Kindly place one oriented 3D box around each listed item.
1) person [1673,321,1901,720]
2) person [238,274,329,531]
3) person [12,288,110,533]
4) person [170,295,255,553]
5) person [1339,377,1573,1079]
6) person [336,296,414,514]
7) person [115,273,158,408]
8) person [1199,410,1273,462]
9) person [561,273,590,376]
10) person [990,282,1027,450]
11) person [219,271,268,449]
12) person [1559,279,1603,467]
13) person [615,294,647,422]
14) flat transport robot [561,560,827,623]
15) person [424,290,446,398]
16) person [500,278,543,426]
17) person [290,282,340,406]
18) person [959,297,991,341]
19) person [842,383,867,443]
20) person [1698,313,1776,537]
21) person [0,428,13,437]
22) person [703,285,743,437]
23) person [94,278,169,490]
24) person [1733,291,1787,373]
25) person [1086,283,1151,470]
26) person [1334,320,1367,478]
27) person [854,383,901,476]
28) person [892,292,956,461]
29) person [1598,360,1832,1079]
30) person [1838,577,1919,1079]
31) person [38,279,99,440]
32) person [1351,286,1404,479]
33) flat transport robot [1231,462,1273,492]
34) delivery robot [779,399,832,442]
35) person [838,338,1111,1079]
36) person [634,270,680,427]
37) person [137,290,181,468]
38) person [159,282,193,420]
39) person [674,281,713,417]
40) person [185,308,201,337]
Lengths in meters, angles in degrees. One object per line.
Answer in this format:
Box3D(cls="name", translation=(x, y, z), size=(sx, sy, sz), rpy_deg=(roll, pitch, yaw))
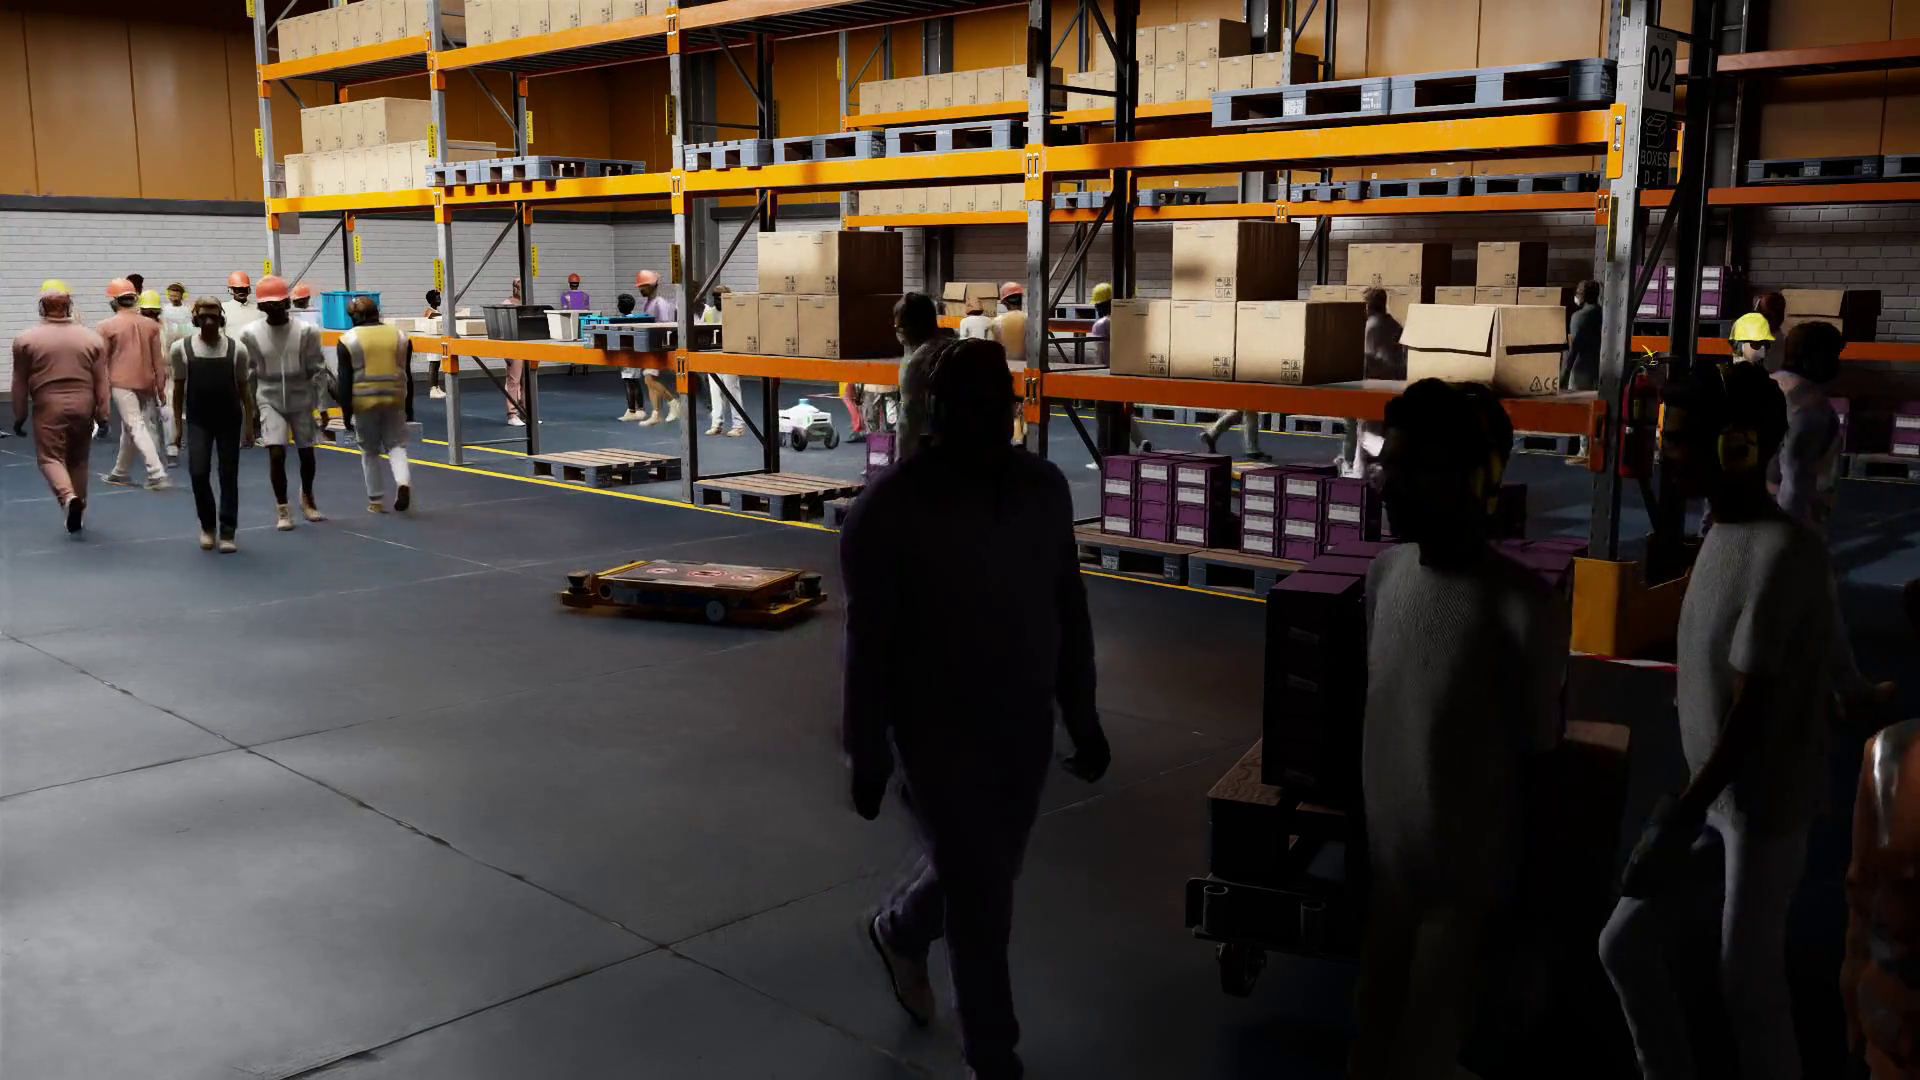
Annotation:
Box3D(cls="person", translation=(3.735, -0.080, 7.483), size=(0.953, 1.791, 0.630), rpy_deg=(0, 9, -3))
Box3D(cls="person", translation=(-5.256, -1.071, 12.971), size=(0.632, 1.998, 0.767), rpy_deg=(-3, 10, -19))
Box3D(cls="person", translation=(-6.815, -0.973, 12.672), size=(0.659, 1.881, 0.783), rpy_deg=(-8, 12, -41))
Box3D(cls="person", translation=(-5.289, -0.810, 11.800), size=(0.537, 1.835, 0.401), rpy_deg=(-5, 10, -26))
Box3D(cls="person", translation=(0.924, 0.623, 3.018), size=(0.663, 1.850, 0.520), rpy_deg=(-4, 10, -21))
Box3D(cls="person", translation=(-4.746, -1.086, 13.597), size=(0.632, 1.807, 0.624), rpy_deg=(-6, 11, -33))
Box3D(cls="person", translation=(-11.874, -2.865, 24.049), size=(0.607, 1.958, 0.378), rpy_deg=(-1, 9, -7))
Box3D(cls="person", translation=(2.933, -1.743, 17.611), size=(0.795, 1.809, 0.588), rpy_deg=(5, 10, 26))
Box3D(cls="person", translation=(-7.286, -4.073, 31.502), size=(0.551, 1.935, 0.371), rpy_deg=(-5, 11, -29))
Box3D(cls="person", translation=(0.593, -1.664, 16.886), size=(0.623, 1.889, 0.539), rpy_deg=(3, 10, 16))
Box3D(cls="person", translation=(-8.095, -2.031, 18.805), size=(0.612, 1.995, 0.382), rpy_deg=(-8, 12, -41))
Box3D(cls="person", translation=(6.369, -1.700, 17.016), size=(0.449, 1.922, 0.635), rpy_deg=(8, 12, 41))
Box3D(cls="person", translation=(-4.395, -2.411, 22.064), size=(0.317, 1.701, 0.558), rpy_deg=(2, 9, 11))
Box3D(cls="flat transport robot", translation=(-1.573, 0.289, 9.850), size=(1.431, 0.197, 0.652), rpy_deg=(4, 10, 21))
Box3D(cls="person", translation=(-8.254, -3.084, 26.177), size=(0.318, 1.697, 0.535), rpy_deg=(-1, 9, -5))
Box3D(cls="person", translation=(-5.666, -2.424, 21.509), size=(0.405, 1.902, 0.636), rpy_deg=(4, 10, 22))
Box3D(cls="person", translation=(-8.076, -2.292, 20.812), size=(1.026, 1.874, 0.557), rpy_deg=(-4, 10, -22))
Box3D(cls="person", translation=(0.212, -2.560, 23.179), size=(0.500, 1.628, 0.277), rpy_deg=(-5, 10, -26))
Box3D(cls="person", translation=(-1.203, -1.976, 19.216), size=(0.529, 1.747, 0.543), rpy_deg=(-1, 9, -4))
Box3D(cls="person", translation=(4.573, -0.441, 9.757), size=(0.523, 1.769, 0.316), rpy_deg=(-5, 10, -27))
Box3D(cls="person", translation=(-11.613, -2.080, 19.842), size=(0.680, 1.740, 0.554), rpy_deg=(-2, 10, -14))
Box3D(cls="person", translation=(-2.862, -2.158, 20.099), size=(0.621, 1.833, 0.430), rpy_deg=(6, 11, 34))
Box3D(cls="person", translation=(-7.635, -1.427, 15.276), size=(1.010, 1.945, 0.631), rpy_deg=(5, 10, 26))
Box3D(cls="person", translation=(5.504, -0.756, 11.378), size=(0.592, 1.866, 0.492), rpy_deg=(-1, 9, -3))
Box3D(cls="person", translation=(1.557, -1.598, 16.481), size=(0.592, 1.883, 0.740), rpy_deg=(-8, 12, -39))
Box3D(cls="person", translation=(3.683, -1.344, 15.457), size=(0.484, 1.718, 0.409), rpy_deg=(-7, 11, -36))
Box3D(cls="person", translation=(-0.792, -1.430, 16.220), size=(0.515, 1.636, 0.315), rpy_deg=(-5, 11, -28))
Box3D(cls="person", translation=(-0.153, -0.383, 8.996), size=(0.669, 1.896, 0.699), rpy_deg=(4, 10, 26))
Box3D(cls="person", translation=(1.534, 0.559, 3.420), size=(0.583, 1.837, 0.495), rpy_deg=(1, 9, 5))
Box3D(cls="person", translation=(1.573, 0.820, 2.461), size=(0.653, 1.616, 0.529), rpy_deg=(-4, 10, -23))
Box3D(cls="person", translation=(-10.218, -2.025, 19.030), size=(0.523, 1.910, 0.614), rpy_deg=(-9, 13, -43))
Box3D(cls="person", translation=(3.665, -1.268, 14.496), size=(0.831, 1.880, 0.655), rpy_deg=(8, 12, 40))
Box3D(cls="flat transport robot", translation=(2.686, -0.535, 14.903), size=(0.652, 0.197, 1.431), rpy_deg=(-4, 10, -22))
Box3D(cls="delivery robot", translation=(-1.752, -1.344, 18.710), size=(0.477, 0.478, 0.707), rpy_deg=(-7, 12, -36))
Box3D(cls="person", translation=(-0.015, 0.434, 4.074), size=(0.672, 1.868, 0.909), rpy_deg=(-7, 12, -38))
Box3D(cls="person", translation=(-3.902, -2.439, 21.272), size=(0.497, 2.013, 0.609), rpy_deg=(-5, 11, -30))
Box3D(cls="person", translation=(-8.193, -1.621, 16.876), size=(0.585, 1.799, 0.712), rpy_deg=(-4, 10, -24))
Box3D(cls="person", translation=(-10.505, -2.529, 22.330), size=(0.556, 1.839, 0.611), rpy_deg=(1, 9, 5))
Box3D(cls="person", translation=(-3.500, -2.540, 22.351), size=(1.007, 1.848, 0.723), rpy_deg=(7, 12, 38))
Box3D(cls="person", translation=(-9.851, -2.302, 21.632), size=(0.429, 1.617, 0.506), rpy_deg=(4, 10, 23))
